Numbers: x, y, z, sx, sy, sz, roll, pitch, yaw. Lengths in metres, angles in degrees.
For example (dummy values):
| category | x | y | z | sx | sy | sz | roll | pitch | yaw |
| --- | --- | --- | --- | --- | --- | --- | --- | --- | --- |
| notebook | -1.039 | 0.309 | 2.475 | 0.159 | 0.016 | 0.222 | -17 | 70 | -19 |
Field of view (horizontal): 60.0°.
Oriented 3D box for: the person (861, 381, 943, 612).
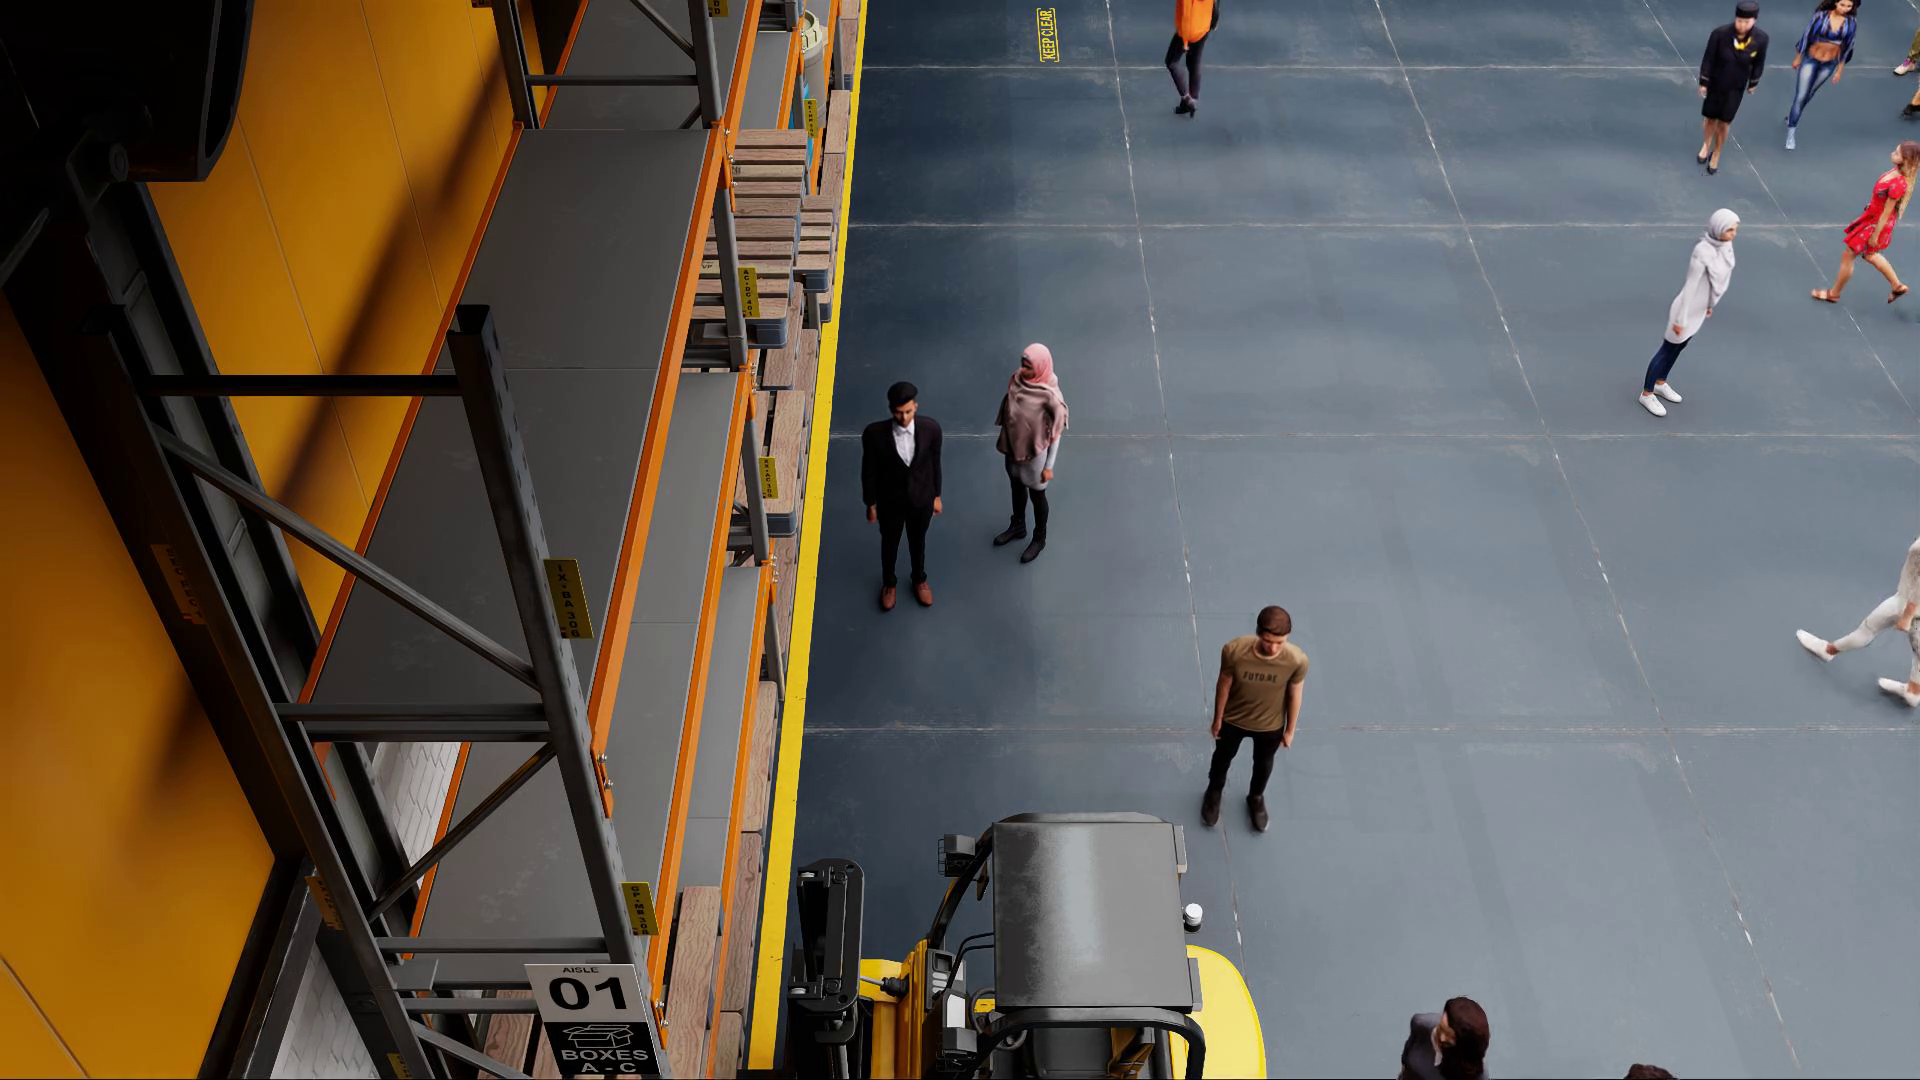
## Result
| category | x | y | z | sx | sy | sz | roll | pitch | yaw |
| --- | --- | --- | --- | --- | --- | --- | --- | --- | --- |
| person | -0.375 | -0.312 | 11.204 | 0.738 | 1.884 | 0.620 | -8 | 44 | -8 |

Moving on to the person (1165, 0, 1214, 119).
| category | x | y | z | sx | sy | sz | roll | pitch | yaw |
| --- | --- | --- | --- | --- | --- | --- | --- | --- | --- |
| person | 2.315 | -4.873 | 16.097 | 0.794 | 1.737 | 0.733 | 34 | 53 | 30 |

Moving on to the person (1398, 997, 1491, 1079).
| category | x | y | z | sx | sy | sz | roll | pitch | yaw |
| --- | --- | --- | --- | --- | --- | --- | --- | --- | --- |
| person | 2.381 | 2.697 | 8.158 | 1.094 | 1.728 | 1.162 | 34 | 53 | 30 |

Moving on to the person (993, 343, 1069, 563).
| category | x | y | z | sx | sy | sz | roll | pitch | yaw |
| --- | --- | --- | --- | --- | --- | --- | --- | --- | --- |
| person | 0.485 | -0.620 | 11.584 | 0.735 | 1.804 | 0.793 | 34 | 53 | 30 |

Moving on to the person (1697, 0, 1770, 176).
| category | x | y | z | sx | sy | sz | roll | pitch | yaw |
| --- | --- | --- | --- | --- | --- | --- | --- | --- | --- |
| person | 7.167 | -4.286 | 15.544 | 0.839 | 1.650 | 0.878 | 17 | 46 | 17 |

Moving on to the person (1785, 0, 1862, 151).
| category | x | y | z | sx | sy | sz | roll | pitch | yaw |
| --- | --- | --- | --- | --- | --- | --- | --- | --- | --- |
| person | 8.203 | -4.563 | 15.893 | 0.835 | 1.570 | 1.110 | 12 | 45 | 12 |

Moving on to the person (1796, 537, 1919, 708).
| category | x | y | z | sx | sy | sz | roll | pitch | yaw |
| --- | --- | --- | --- | --- | --- | --- | --- | --- | --- |
| person | 6.171 | 0.426 | 10.588 | 1.043 | 1.663 | 1.145 | -30 | 51 | -28 |

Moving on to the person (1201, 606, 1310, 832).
| category | x | y | z | sx | sy | sz | roll | pitch | yaw |
| --- | --- | --- | --- | --- | --- | --- | --- | --- | --- |
| person | 1.731 | 1.035 | 9.818 | 0.690 | 1.845 | 0.624 | 8 | 44 | 8 |

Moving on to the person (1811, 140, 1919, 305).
| category | x | y | z | sx | sy | sz | roll | pitch | yaw |
| --- | --- | --- | --- | --- | --- | --- | --- | --- | --- |
| person | 7.703 | -2.590 | 13.818 | 0.925 | 1.575 | 0.949 | 23 | 48 | 22 |

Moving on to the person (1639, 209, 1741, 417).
| category | x | y | z | sx | sy | sz | roll | pitch | yaw |
| --- | --- | --- | --- | --- | --- | --- | --- | --- | --- |
| person | 5.632 | -1.775 | 12.818 | 0.694 | 1.775 | 0.733 | -30 | 51 | -27 |
